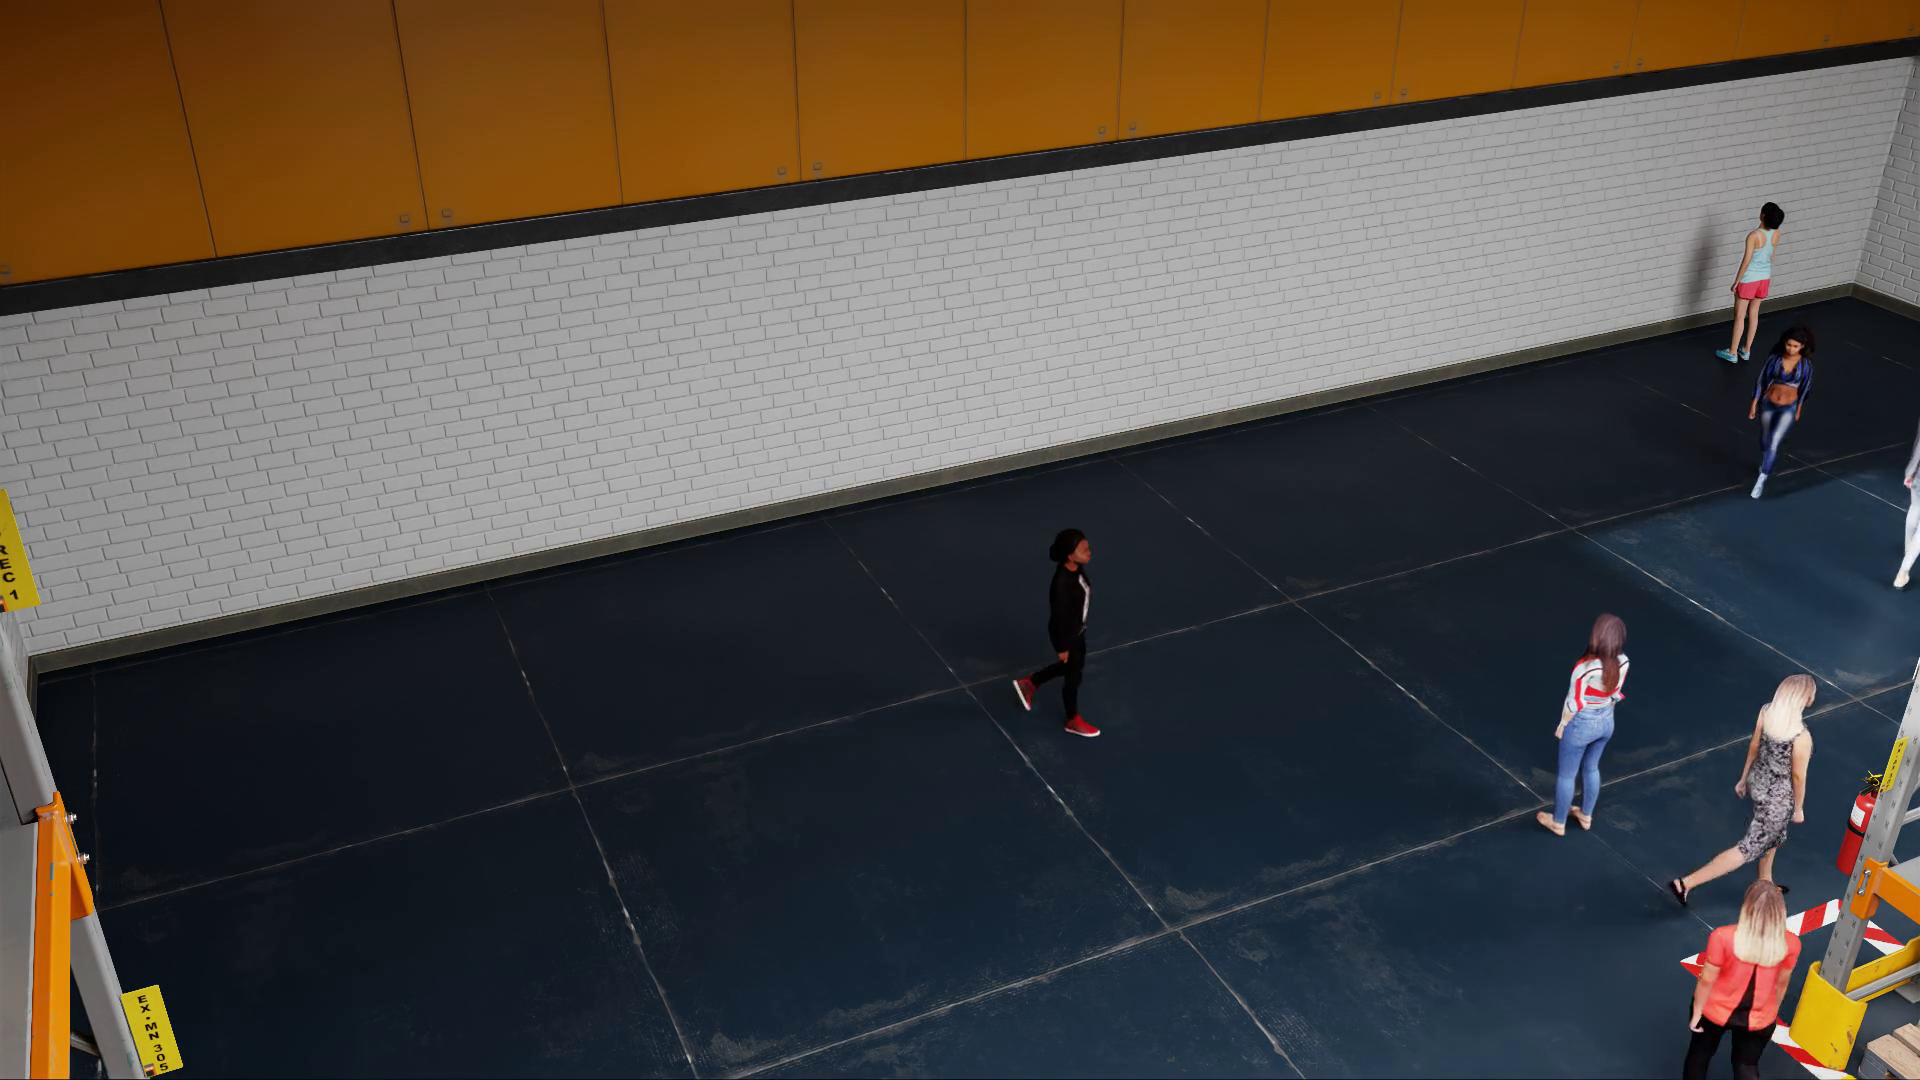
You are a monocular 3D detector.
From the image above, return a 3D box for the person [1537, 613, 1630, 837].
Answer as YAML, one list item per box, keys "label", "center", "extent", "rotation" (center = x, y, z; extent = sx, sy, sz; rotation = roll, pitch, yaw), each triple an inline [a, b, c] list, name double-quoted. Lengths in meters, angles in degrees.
- label: "person"
  center: [4.087, 1.198, 10.795]
  extent: [0.590, 1.608, 0.497]
  rotation: [-12, 31, -21]

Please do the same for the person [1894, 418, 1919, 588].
- label: "person"
  center: [7.982, -0.429, 13.642]
  extent: [1.199, 1.740, 1.037]
  rotation: [20, 34, 32]

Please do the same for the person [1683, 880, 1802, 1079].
- label: "person"
  center: [3.940, 2.458, 8.412]
  extent: [0.942, 1.679, 1.055]
  rotation: [6, 29, 10]

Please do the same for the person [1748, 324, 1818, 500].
- label: "person"
  center: [7.510, -1.219, 15.258]
  extent: [1.104, 1.579, 1.041]
  rotation: [18, 33, 29]

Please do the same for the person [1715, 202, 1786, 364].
- label: "person"
  center: [8.549, -2.787, 17.938]
  extent: [0.599, 1.765, 0.608]
  rotation: [-9, 30, -17]

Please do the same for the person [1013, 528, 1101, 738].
- label: "person"
  center: [0.694, 0.646, 11.752]
  extent: [0.991, 1.662, 0.932]
  rotation: [10, 30, 18]

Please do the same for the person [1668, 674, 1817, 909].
- label: "person"
  center: [4.794, 1.573, 10.040]
  extent: [0.869, 1.675, 1.113]
  rotation: [-3, 29, -6]
